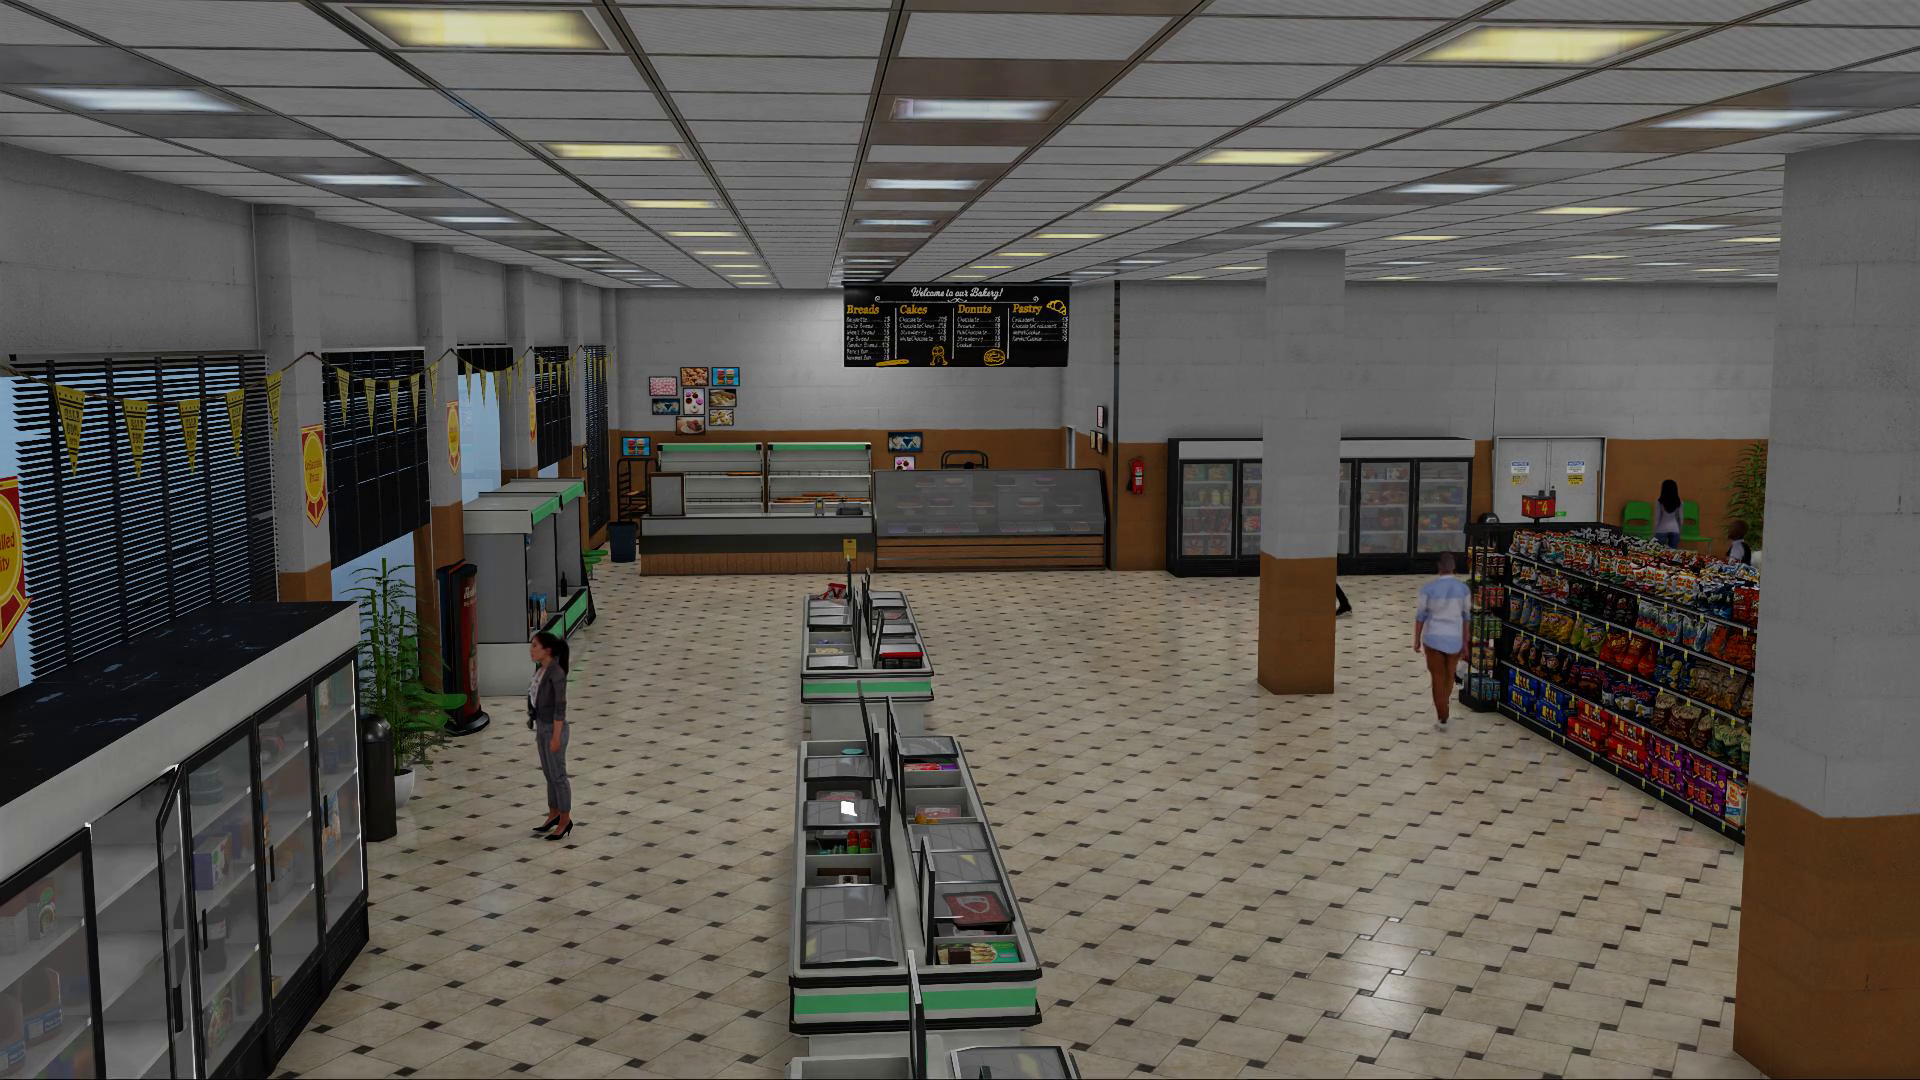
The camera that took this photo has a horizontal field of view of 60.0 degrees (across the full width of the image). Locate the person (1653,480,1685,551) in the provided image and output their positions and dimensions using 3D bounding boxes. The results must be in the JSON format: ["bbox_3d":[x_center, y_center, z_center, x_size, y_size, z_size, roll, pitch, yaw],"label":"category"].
[{"bbox_3d":[11.532,-0.117,27.083,0.652,1.735,0.590,1,7,6],"label":"person"}]

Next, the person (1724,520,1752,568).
[{"bbox_3d":[9.526,0.675,20.250,1.185,1.801,1.177,5,8,35],"label":"person"}]

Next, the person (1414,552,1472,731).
[{"bbox_3d":[4.982,1.066,17.081,0.804,1.786,1.128,0,7,3],"label":"person"}]

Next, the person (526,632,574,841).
[{"bbox_3d":[-3.290,1.564,13.415,0.775,1.677,0.664,-4,8,-31],"label":"person"}]
